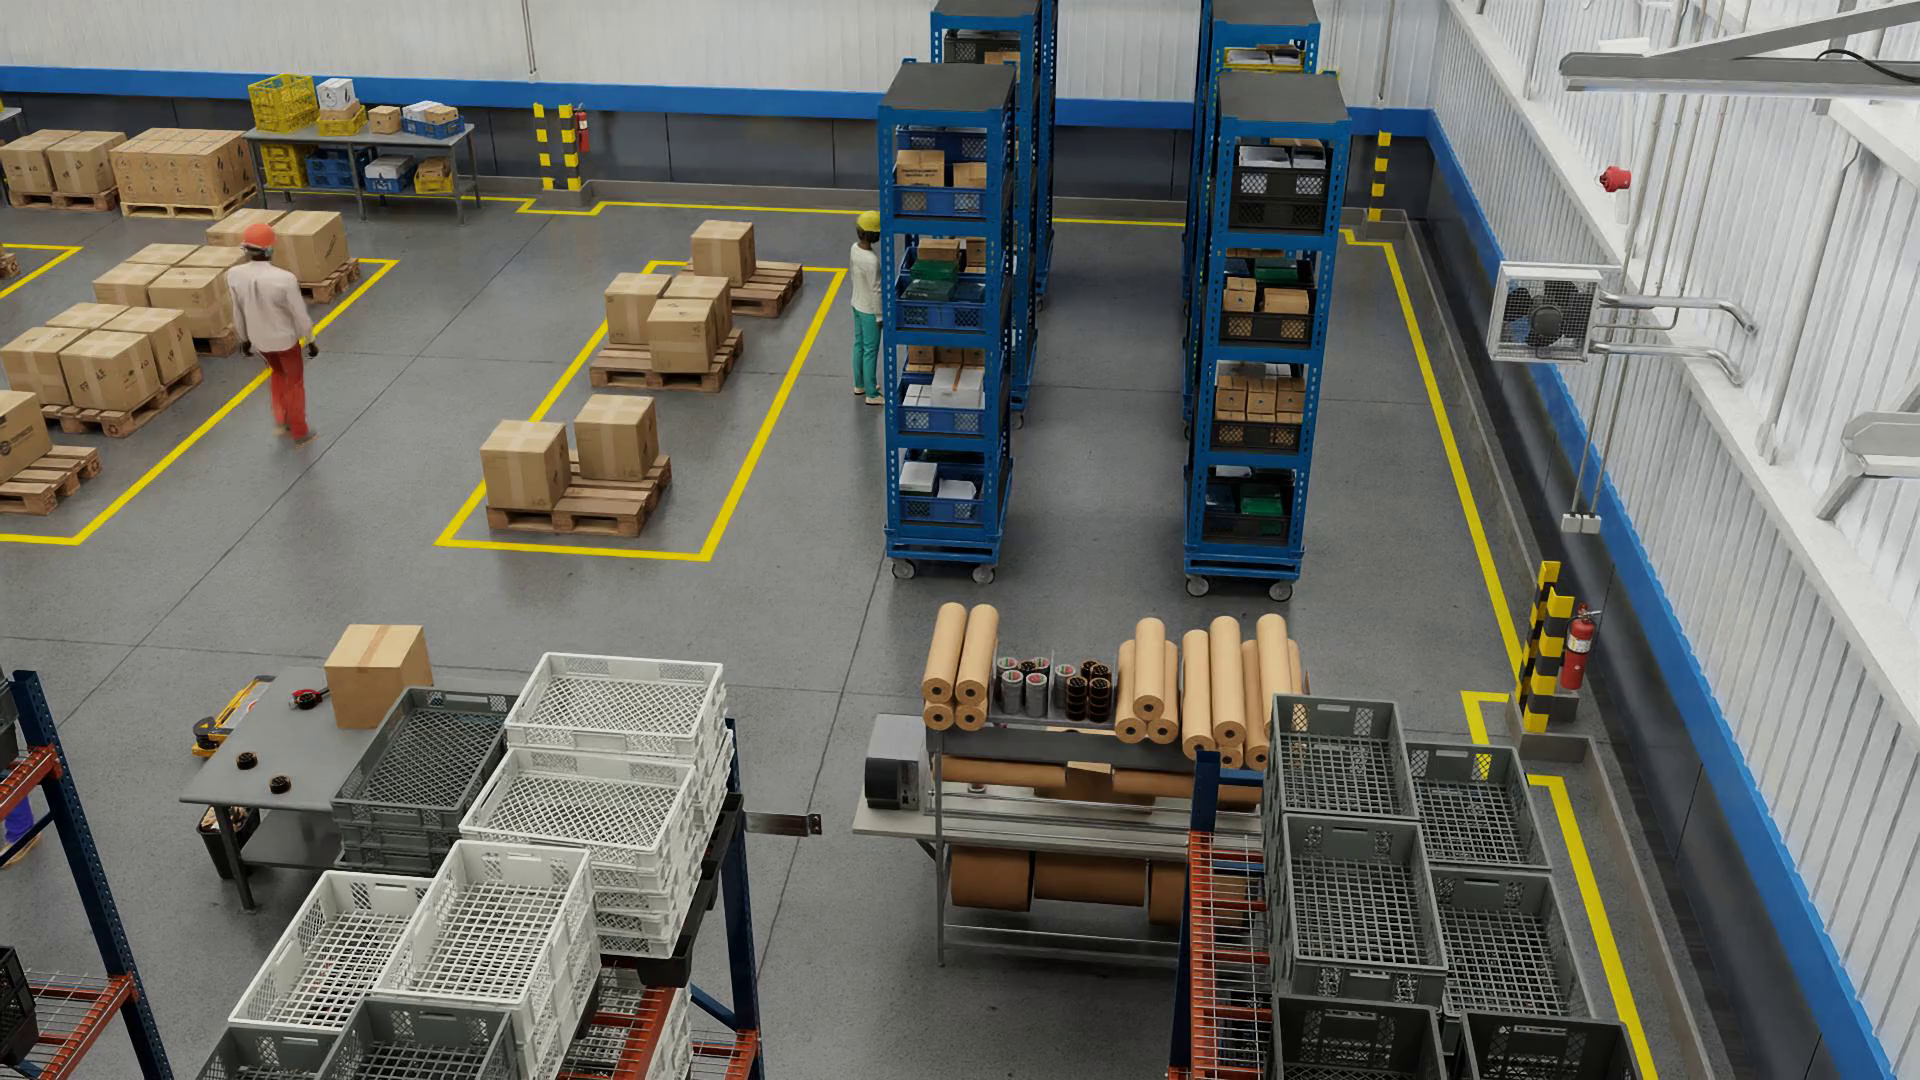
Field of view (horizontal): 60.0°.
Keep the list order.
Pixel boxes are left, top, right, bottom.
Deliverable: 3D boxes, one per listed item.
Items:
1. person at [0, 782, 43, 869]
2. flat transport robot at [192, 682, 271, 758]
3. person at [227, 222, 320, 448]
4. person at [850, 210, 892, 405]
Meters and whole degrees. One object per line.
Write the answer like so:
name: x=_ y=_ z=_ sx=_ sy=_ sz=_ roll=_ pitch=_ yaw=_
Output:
person: x=-5.679 y=0.954 z=9.275 sx=0.682 sy=2.000 sz=0.536 roll=13 pitch=33 yaw=21
flat transport robot: x=-4.089 y=1.163 z=10.648 sx=1.431 sy=0.197 sz=0.652 roll=3 pitch=30 yaw=6
person: x=-5.685 y=-1.705 z=13.904 sx=0.642 sy=1.973 sz=0.461 roll=5 pitch=31 yaw=9
person: x=-0.794 y=-2.054 z=14.714 sx=0.313 sy=1.766 sz=0.522 roll=-13 pitch=33 yaw=-22
